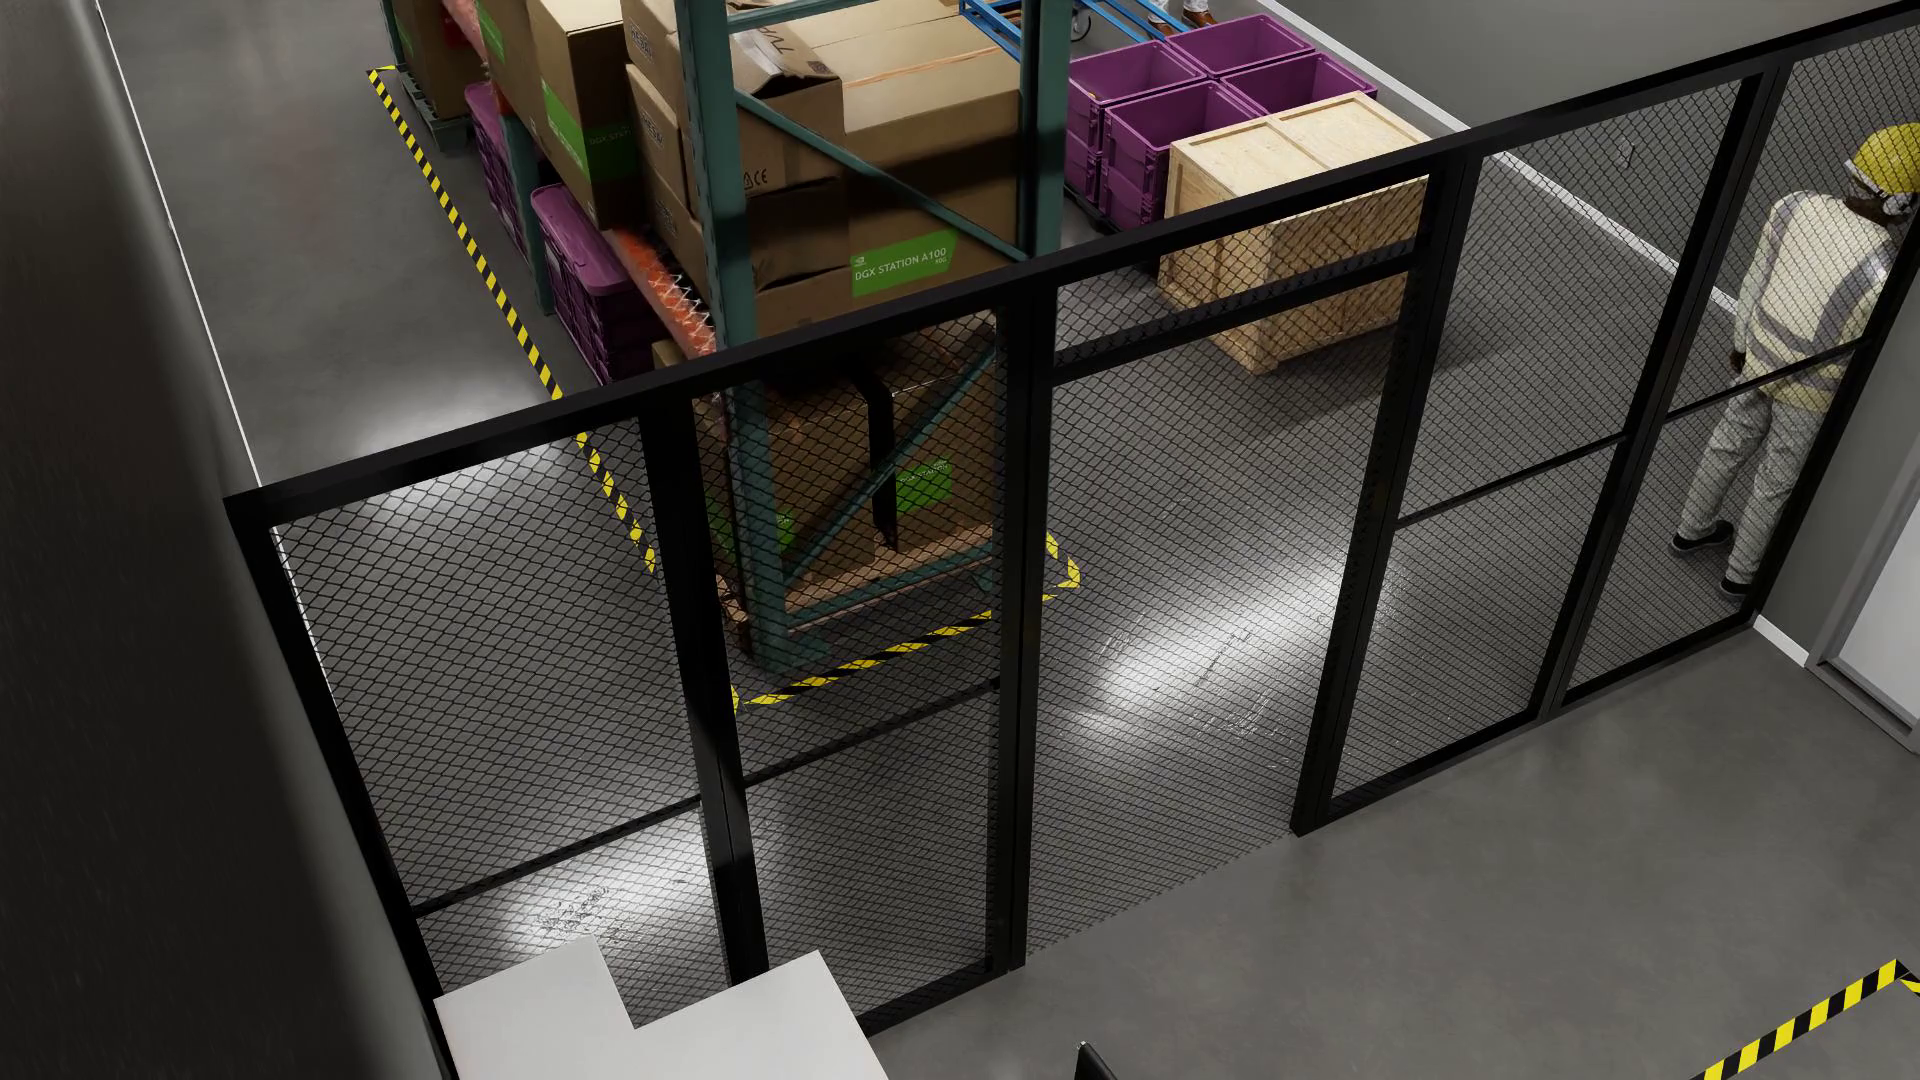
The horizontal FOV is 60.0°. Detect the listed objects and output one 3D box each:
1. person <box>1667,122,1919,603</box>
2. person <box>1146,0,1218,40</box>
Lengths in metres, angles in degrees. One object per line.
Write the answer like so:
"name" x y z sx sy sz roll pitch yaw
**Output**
"person" 2.873 -0.578 5.655 0.404 1.829 0.600 -14 44 -15
"person" 1.286 -3.621 8.906 0.634 1.938 0.355 -22 47 -22
